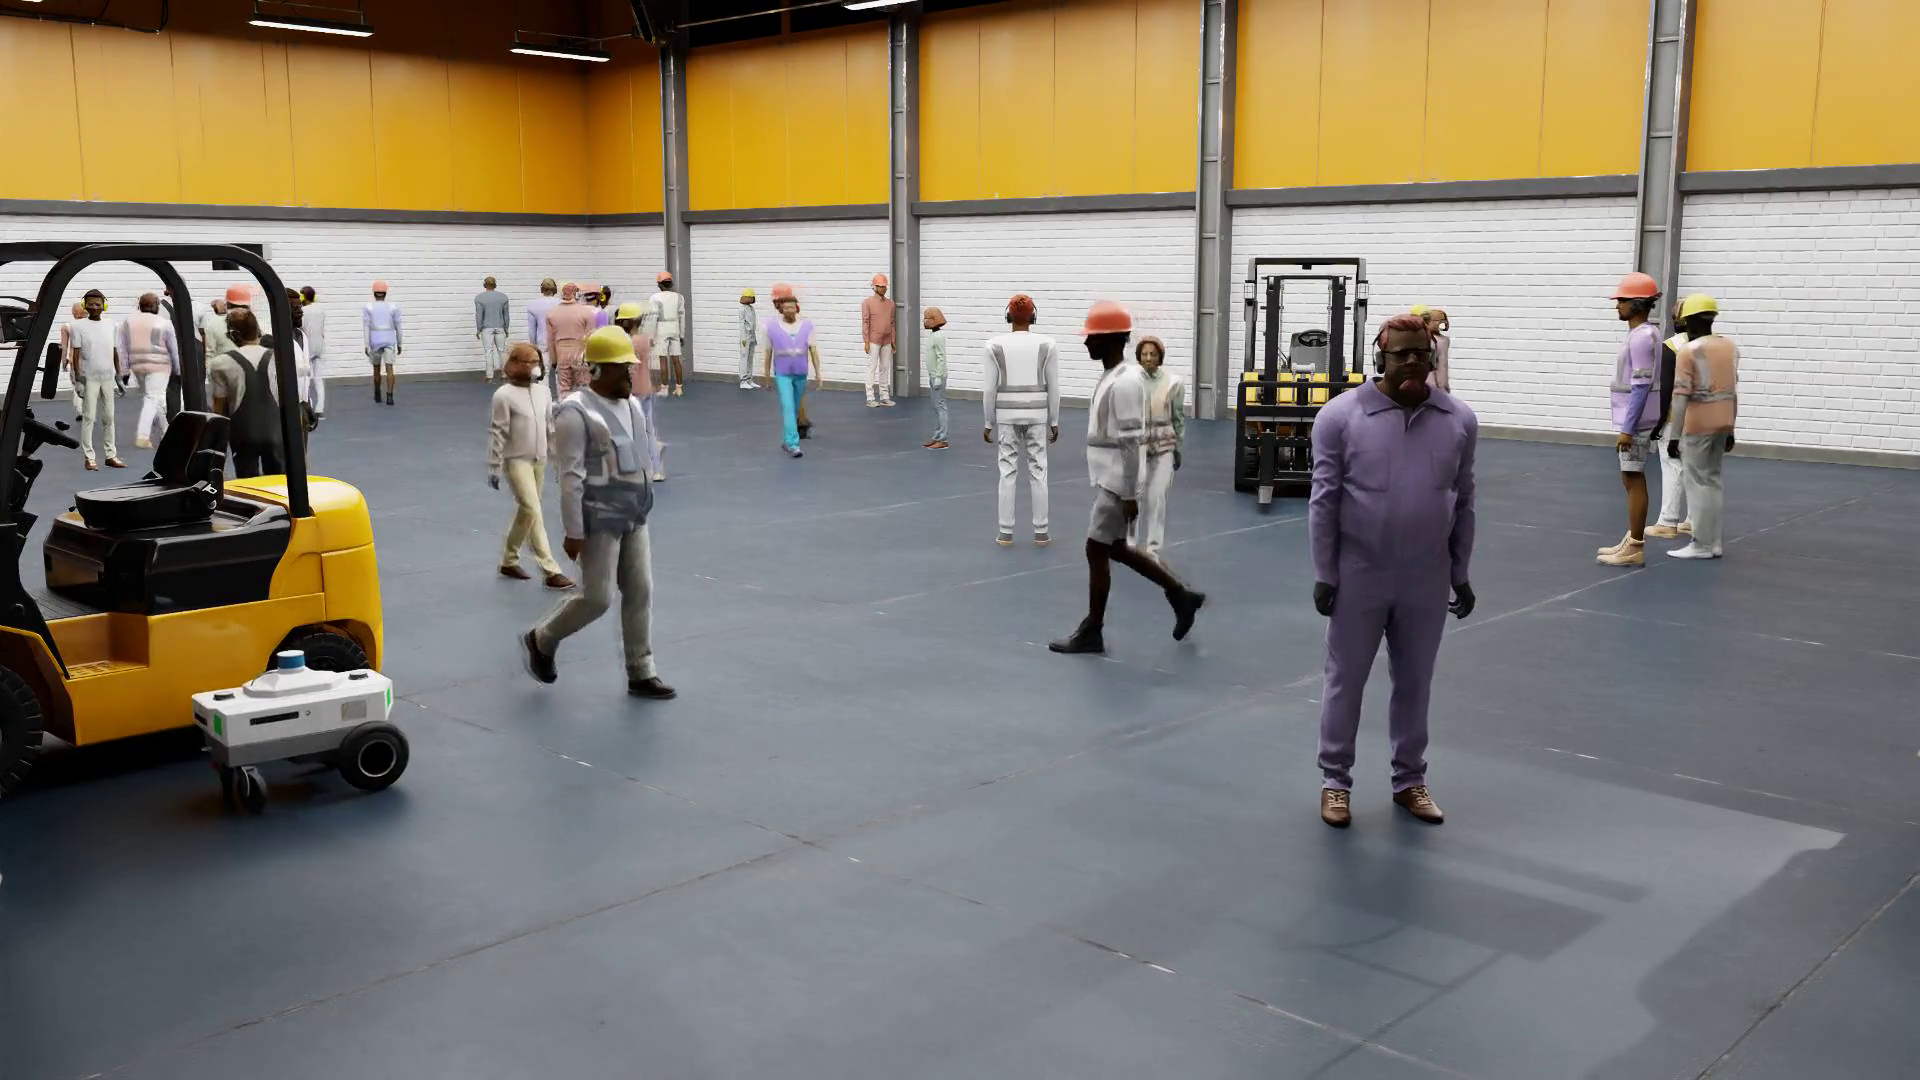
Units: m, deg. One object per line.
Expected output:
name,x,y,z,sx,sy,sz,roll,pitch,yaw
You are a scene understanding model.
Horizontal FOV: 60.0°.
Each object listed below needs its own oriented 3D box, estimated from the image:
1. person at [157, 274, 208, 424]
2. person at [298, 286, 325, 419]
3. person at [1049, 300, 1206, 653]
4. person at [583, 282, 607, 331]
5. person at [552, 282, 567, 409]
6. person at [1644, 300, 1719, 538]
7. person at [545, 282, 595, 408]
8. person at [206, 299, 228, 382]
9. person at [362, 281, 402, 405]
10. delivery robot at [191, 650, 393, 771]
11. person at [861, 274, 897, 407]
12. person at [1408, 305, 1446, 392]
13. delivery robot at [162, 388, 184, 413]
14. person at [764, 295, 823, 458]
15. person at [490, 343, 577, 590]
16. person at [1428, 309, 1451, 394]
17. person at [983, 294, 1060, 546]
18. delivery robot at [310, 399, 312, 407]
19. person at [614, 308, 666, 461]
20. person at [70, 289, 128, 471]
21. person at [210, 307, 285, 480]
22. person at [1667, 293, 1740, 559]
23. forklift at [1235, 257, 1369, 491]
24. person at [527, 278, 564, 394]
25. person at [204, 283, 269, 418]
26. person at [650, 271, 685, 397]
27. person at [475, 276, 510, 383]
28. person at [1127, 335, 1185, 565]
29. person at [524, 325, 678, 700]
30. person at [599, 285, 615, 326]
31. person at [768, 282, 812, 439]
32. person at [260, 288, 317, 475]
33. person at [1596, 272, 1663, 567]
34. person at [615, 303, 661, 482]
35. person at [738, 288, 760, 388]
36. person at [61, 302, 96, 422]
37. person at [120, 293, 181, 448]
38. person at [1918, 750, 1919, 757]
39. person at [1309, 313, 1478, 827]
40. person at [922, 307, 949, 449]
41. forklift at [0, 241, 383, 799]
person,-9.666,-2.308,20.664,0.682,2.000,0.538,-3,10,-20
person,-9.022,-2.588,22.996,0.688,1.832,0.540,7,11,35
person,0.923,-0.331,8.945,0.810,1.918,0.556,0,9,-3
person,-4.667,-2.337,21.257,0.546,1.908,0.419,6,11,33
person,-5.705,-2.819,24.321,0.590,1.874,0.934,-6,11,-34
person,5.574,-0.928,12.829,0.622,1.838,0.429,-4,10,-22
person,-4.799,-2.244,20.692,0.639,1.905,0.407,1,9,9
person,-10.855,-2.721,24.441,0.405,1.624,0.550,3,10,20
person,-8.870,-3.029,25.572,0.567,1.878,1.000,-4,10,-22
delivery robot,-2.640,0.681,6.593,0.707,0.478,0.477,-7,12,-38
person,-1.211,-3.002,25.055,0.612,1.995,0.376,-8,12,-41
person,4.618,-1.517,16.856,0.513,1.705,0.909,-1,9,-4
delivery robot,-10.418,-1.847,22.094,0.477,0.478,0.707,5,10,29
person,-1.869,-1.827,18.524,0.591,1.790,0.985,-4,10,-22
person,-2.795,-0.488,10.874,0.780,1.591,0.520,5,10,27
person,5.162,-1.698,18.164,0.498,1.634,0.281,-6,11,-32
person,0.459,-0.889,12.444,0.574,1.883,0.355,0,9,0
delivery robot,-8.603,-1.679,21.060,0.477,0.478,0.707,8,12,40
person,-3.310,-1.521,16.920,0.563,1.680,0.545,1,9,5
person,-8.887,-1.653,17.191,0.335,1.865,0.519,7,11,35
person,-4.705,-0.642,11.140,0.546,1.812,0.498,-6,11,-33
person,5.290,-0.809,11.928,0.620,1.899,0.443,-5,11,-29
forklift,3.309,-1.629,16.029,1.214,2.155,2.313,2,9,11
person,-5.845,-2.765,23.778,0.627,1.941,0.371,0,9,1
person,-6.948,-1.529,16.245,0.802,1.943,0.573,-5,11,-29
person,-4.754,-3.331,26.936,0.615,2.038,0.395,-7,12,-37
person,-8.530,-3.838,30.357,0.627,1.940,0.372,-6,11,-32
person,1.324,-0.637,11.709,0.515,1.619,0.541,1,9,5
person,-1.742,-0.124,7.994,0.699,1.813,0.597,4,10,23
person,-4.929,-2.545,22.706,0.796,1.841,0.563,-1,9,-4
person,-2.076,-2.165,20.182,0.470,1.911,0.579,-1,9,-9
person,-5.413,-1.068,13.438,0.391,1.919,0.590,0,9,2
person,4.668,-0.829,11.584,0.379,2.045,0.605,4,10,25
person,-3.252,-1.413,16.107,0.719,1.744,0.534,1,9,5
person,-3.673,-3.508,28.924,0.288,1.746,0.487,3,10,18
person,-11.848,-2.399,22.515,0.535,1.622,0.487,-4,10,-23
person,-9.428,-1.975,19.419,0.657,1.795,0.965,1,9,8
person,4.288,0.003,6.742,0.375,1.959,0.600,-3,10,-19
person,1.619,0.117,6.200,0.639,1.911,0.402,-1,9,-4
person,-0.279,-1.860,19.161,0.285,1.631,0.501,-2,9,-9
forklift,-3.706,-0.171,7.093,1.214,2.155,2.313,9,13,43
